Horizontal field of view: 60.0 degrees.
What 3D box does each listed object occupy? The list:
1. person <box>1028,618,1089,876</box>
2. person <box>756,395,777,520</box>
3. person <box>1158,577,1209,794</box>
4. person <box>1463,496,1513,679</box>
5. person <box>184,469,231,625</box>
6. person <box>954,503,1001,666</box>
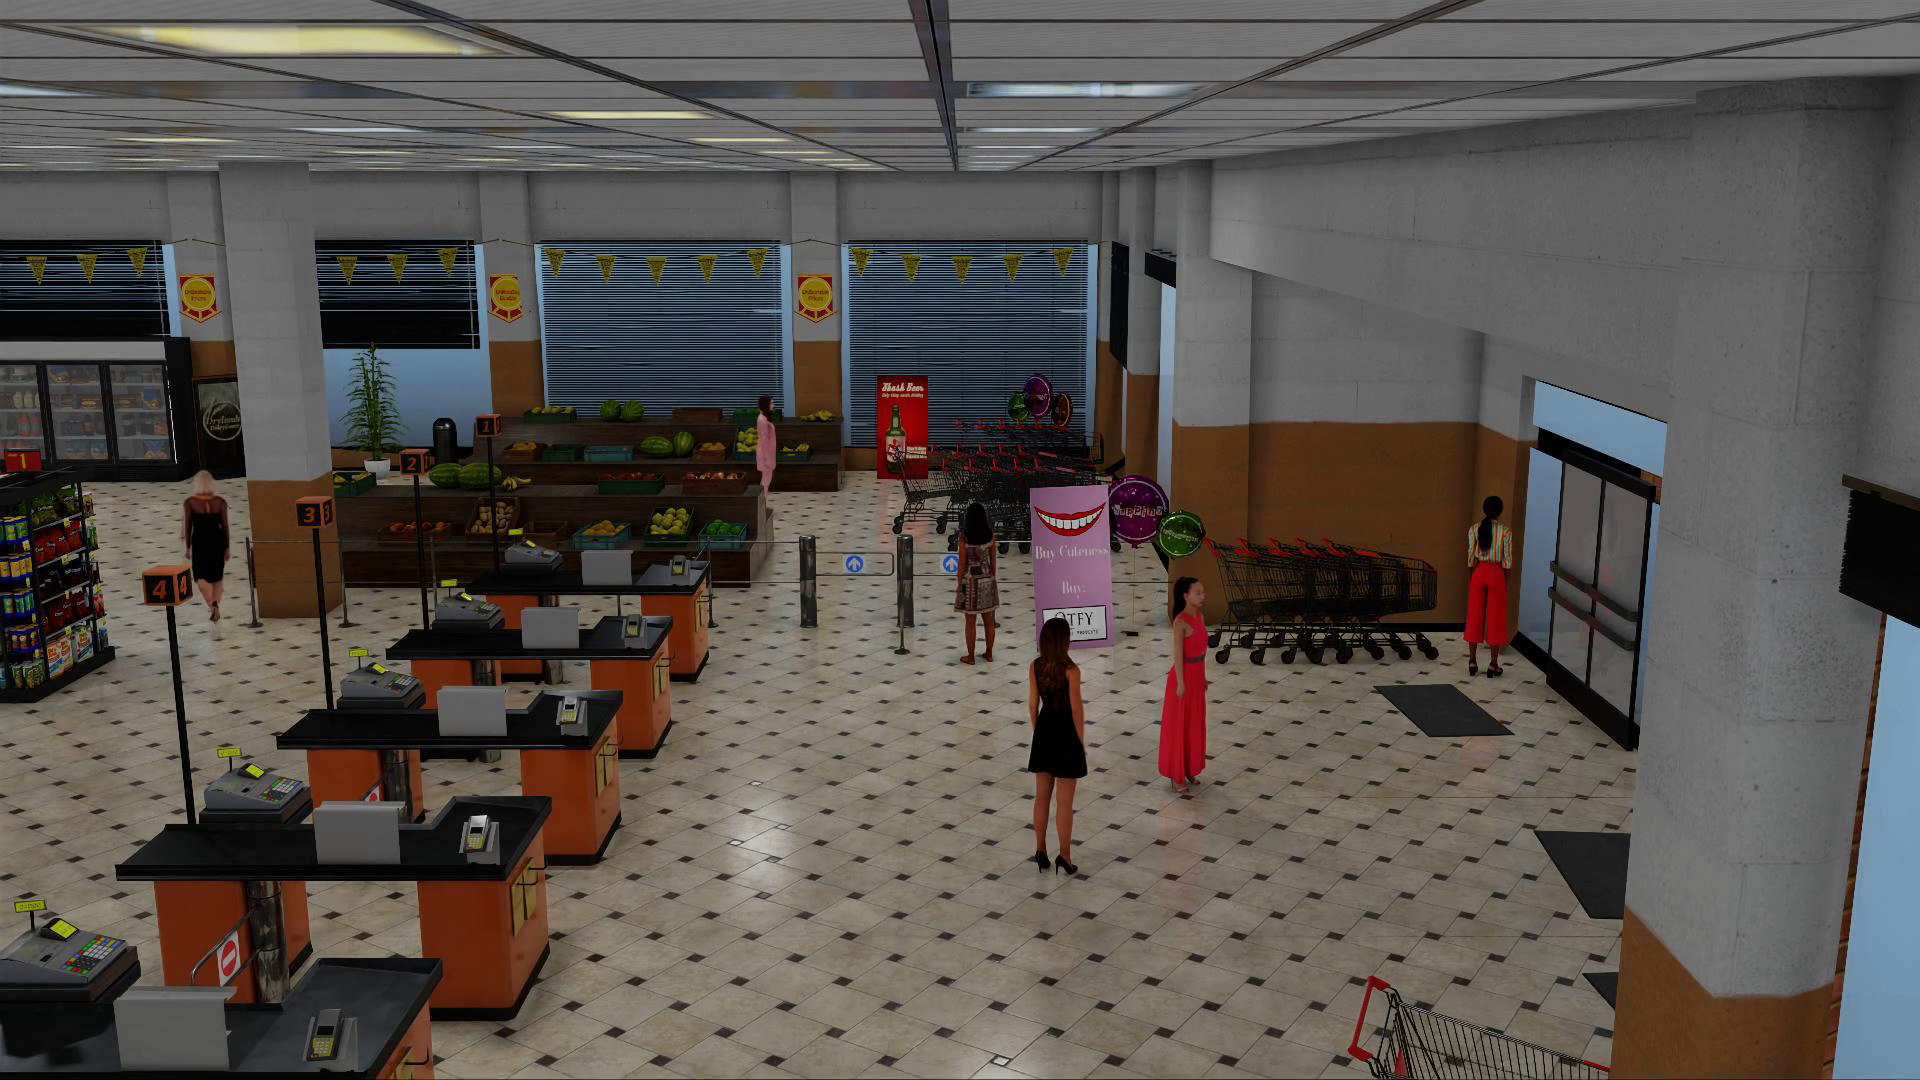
[{"bbox_3d":[0.663,1.430,11.531,0.635,1.834,0.730,8,14,33],"label":"person"},{"bbox_3d":[-2.821,-1.206,24.129,0.545,1.801,0.639,-1,12,-6],"label":"person"},{"bbox_3d":[1.802,1.133,13.199,0.752,1.727,0.715,9,15,36],"label":"person"},{"bbox_3d":[5.172,0.448,16.298,0.641,1.792,0.745,7,14,31],"label":"person"},{"bbox_3d":[-8.148,0.115,18.027,0.955,1.730,0.937,-7,14,-29],"label":"person"},{"bbox_3d":[0.169,0.430,16.739,0.636,1.645,0.786,-6,13,-25],"label":"person"}]
